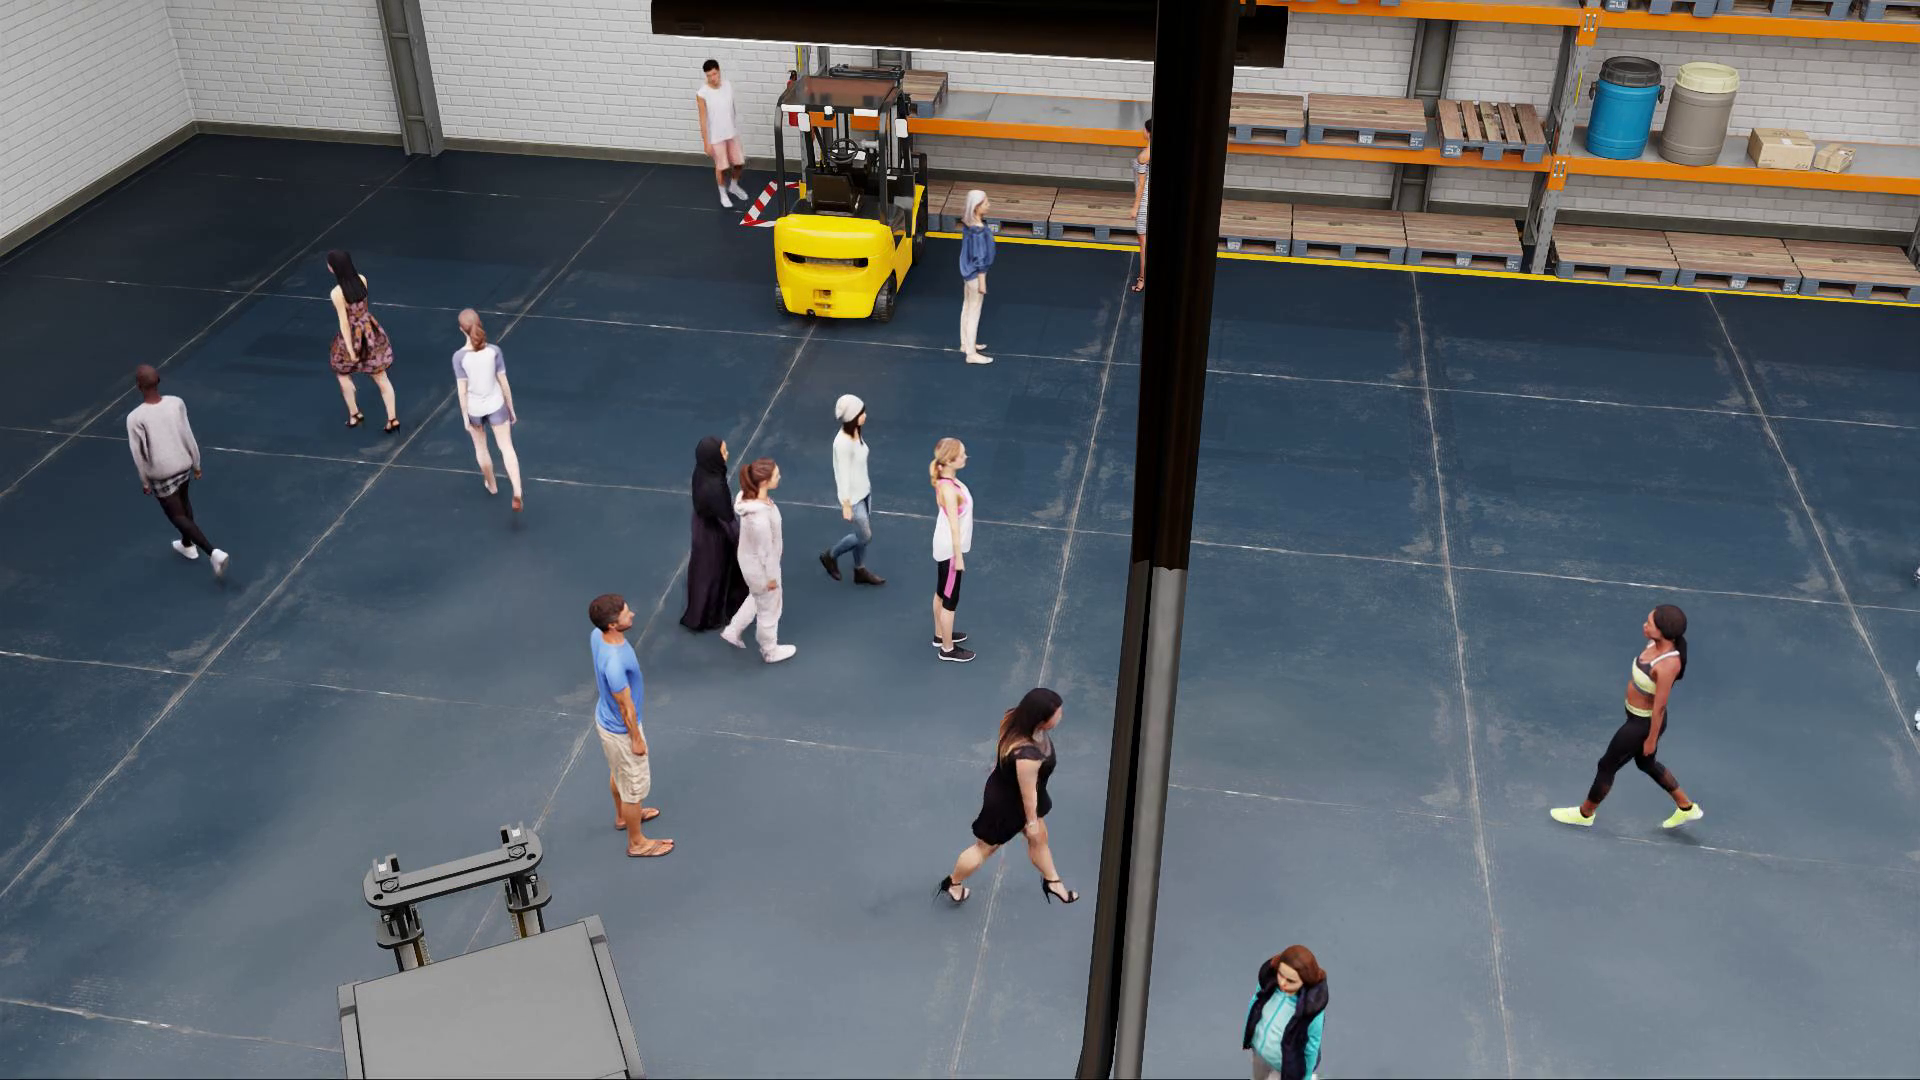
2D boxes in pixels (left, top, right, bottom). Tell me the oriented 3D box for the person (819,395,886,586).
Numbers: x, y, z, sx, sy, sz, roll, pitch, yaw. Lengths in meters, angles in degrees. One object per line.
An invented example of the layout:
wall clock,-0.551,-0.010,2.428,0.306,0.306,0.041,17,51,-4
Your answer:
person,-0.865,-0.357,12.546,0.714,1.643,0.583,6,34,9

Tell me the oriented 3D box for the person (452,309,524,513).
person,-3.818,-1.019,13.449,1.018,1.746,0.983,-14,36,-20

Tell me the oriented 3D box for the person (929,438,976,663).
person,-0.082,0.061,11.786,0.646,1.788,0.670,-6,34,-9

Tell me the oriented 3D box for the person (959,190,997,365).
person,0.138,-2.504,15.727,0.679,1.697,0.688,-6,34,-8

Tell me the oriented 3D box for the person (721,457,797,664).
person,-1.484,0.168,11.719,0.899,1.683,0.828,-13,36,-18

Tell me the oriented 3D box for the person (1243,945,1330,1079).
person,1.637,2.534,8.335,0.935,1.490,0.881,-23,40,-30

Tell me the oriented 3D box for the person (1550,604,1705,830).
person,4.294,1.147,10.212,1.139,1.721,0.645,9,35,13

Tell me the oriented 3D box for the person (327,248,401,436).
person,-5.125,-1.689,14.449,0.865,1.754,0.767,16,37,23

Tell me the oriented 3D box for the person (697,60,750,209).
person,-2.702,-4.609,18.848,0.903,1.747,0.850,27,42,34

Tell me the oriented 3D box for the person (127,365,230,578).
person,-5.968,-0.496,12.660,1.179,1.747,0.937,22,40,30

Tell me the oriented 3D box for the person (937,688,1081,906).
person,0.217,1.548,9.677,1.127,1.646,0.757,-2,34,-3

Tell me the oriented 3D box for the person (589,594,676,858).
person,-2.066,1.111,10.138,0.758,1.863,0.745,-13,36,-19

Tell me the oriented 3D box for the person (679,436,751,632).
person,-1.867,-0.033,12.089,1.076,1.608,0.836,-7,34,-10
